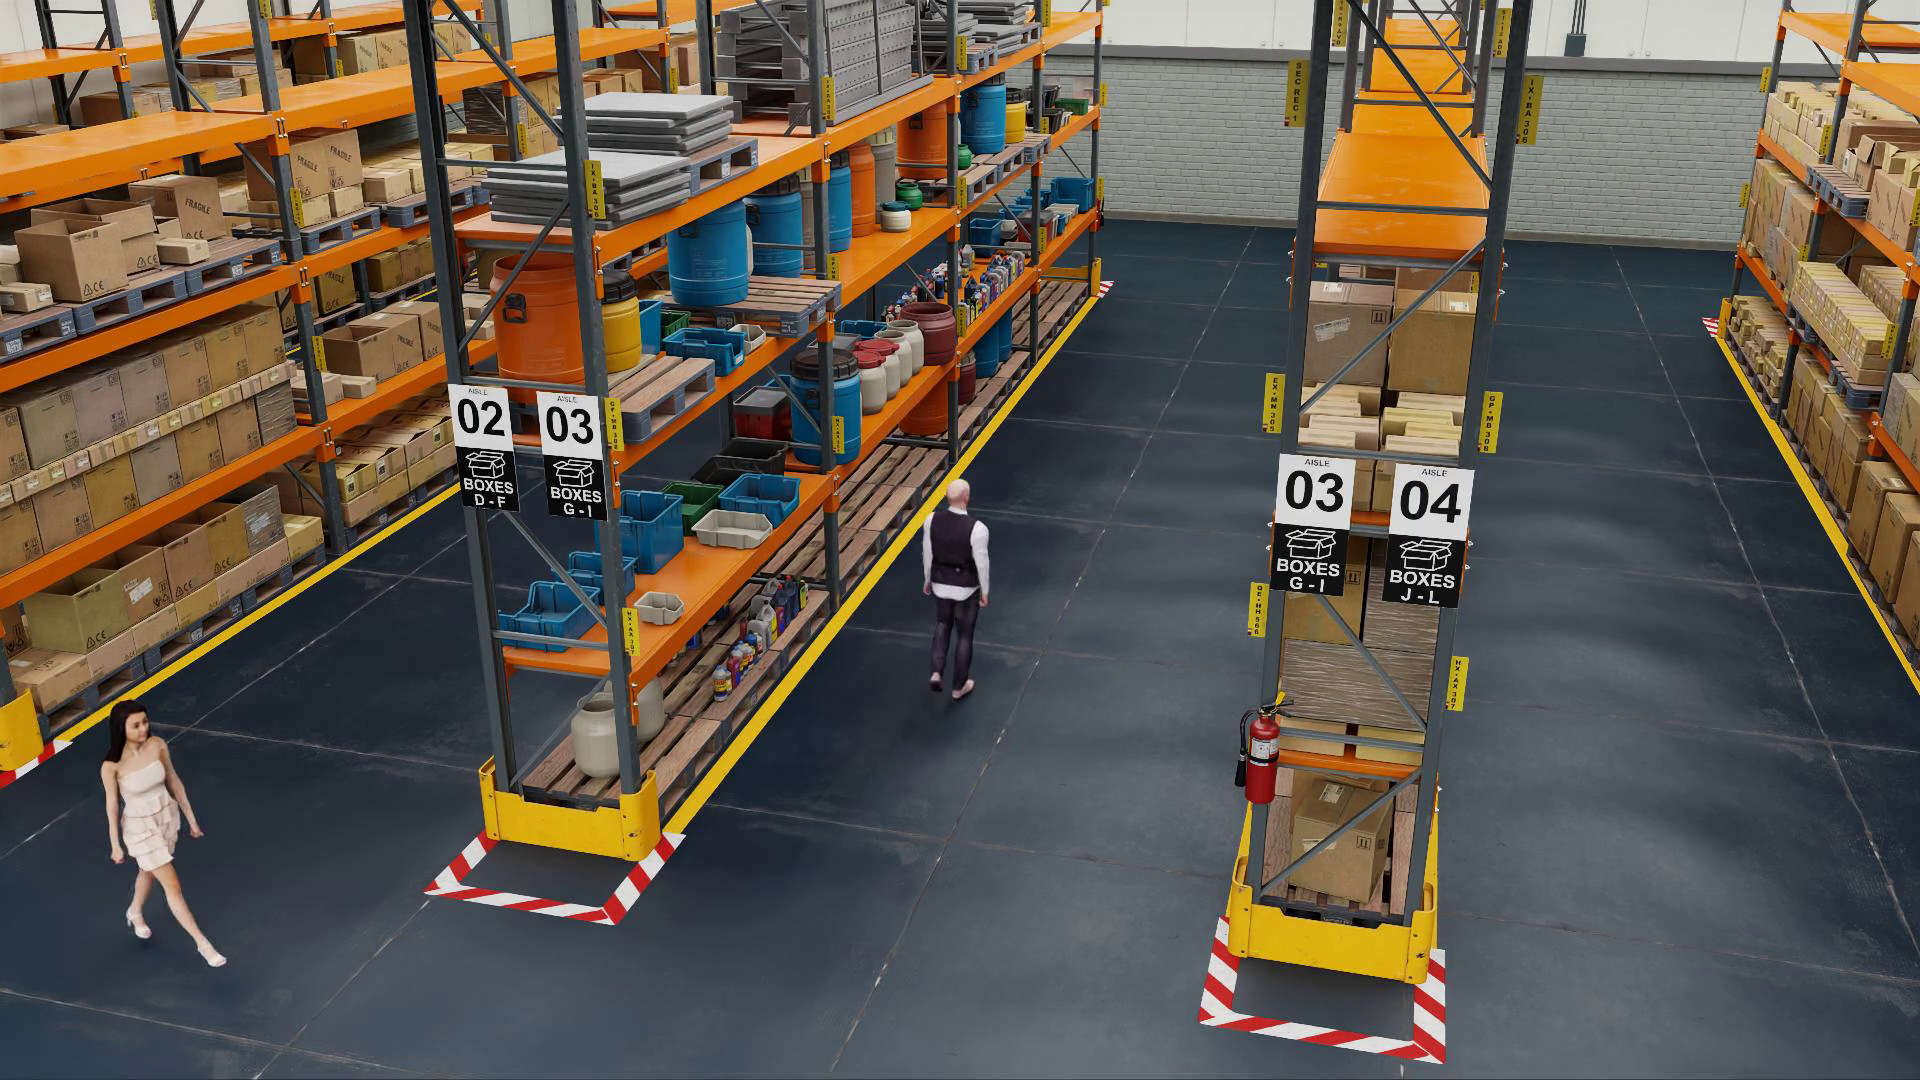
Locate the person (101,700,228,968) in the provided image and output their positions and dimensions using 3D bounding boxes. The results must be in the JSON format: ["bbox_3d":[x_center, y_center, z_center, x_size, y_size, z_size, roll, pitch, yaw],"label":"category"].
[{"bbox_3d":[-4.794,1.706,9.748,0.806,1.676,1.073,11,25,25],"label":"person"}]

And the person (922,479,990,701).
[{"bbox_3d":[-0.073,0.428,12.704,0.742,1.805,0.829,9,24,20],"label":"person"}]
